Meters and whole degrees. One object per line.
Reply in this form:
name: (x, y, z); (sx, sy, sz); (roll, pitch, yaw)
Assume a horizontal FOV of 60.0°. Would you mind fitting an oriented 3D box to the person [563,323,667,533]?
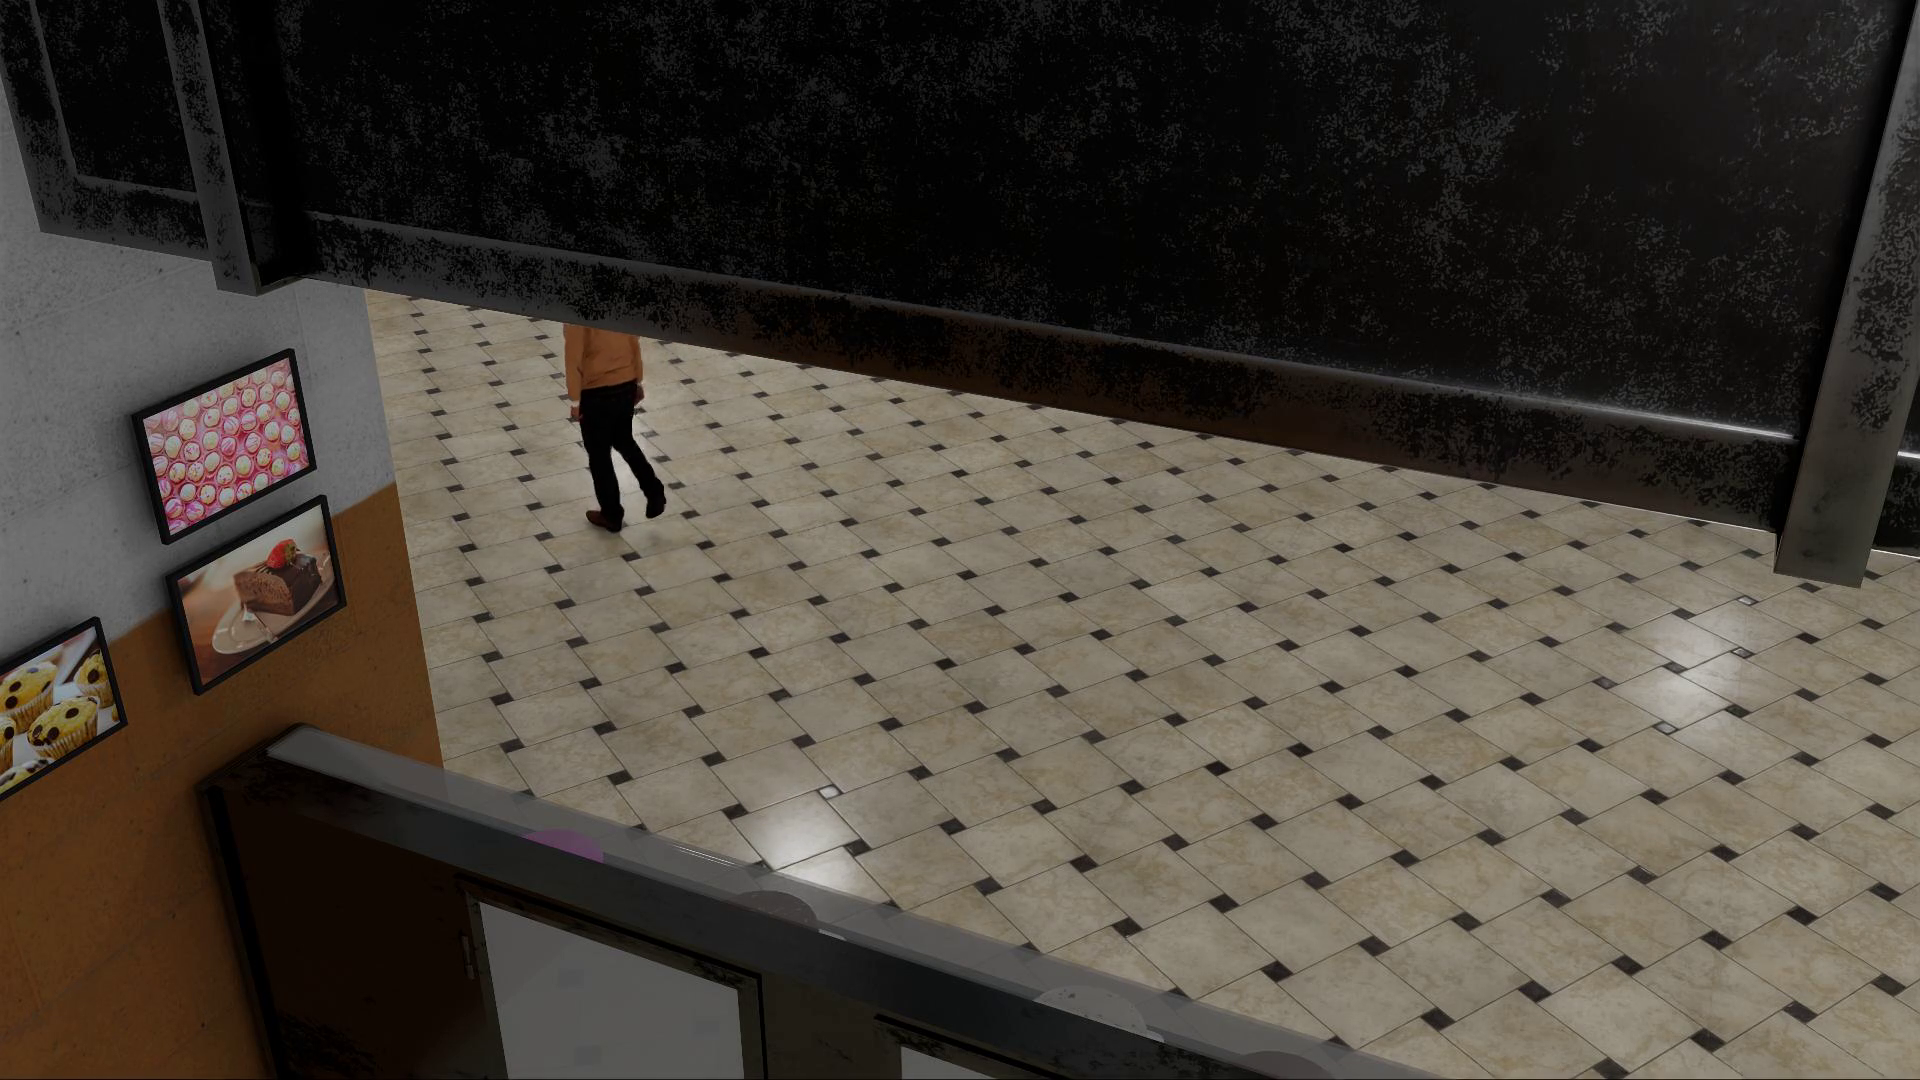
person: (-2.002, -0.826, 9.622); (0.817, 1.741, 0.834); (19, 33, 33)
